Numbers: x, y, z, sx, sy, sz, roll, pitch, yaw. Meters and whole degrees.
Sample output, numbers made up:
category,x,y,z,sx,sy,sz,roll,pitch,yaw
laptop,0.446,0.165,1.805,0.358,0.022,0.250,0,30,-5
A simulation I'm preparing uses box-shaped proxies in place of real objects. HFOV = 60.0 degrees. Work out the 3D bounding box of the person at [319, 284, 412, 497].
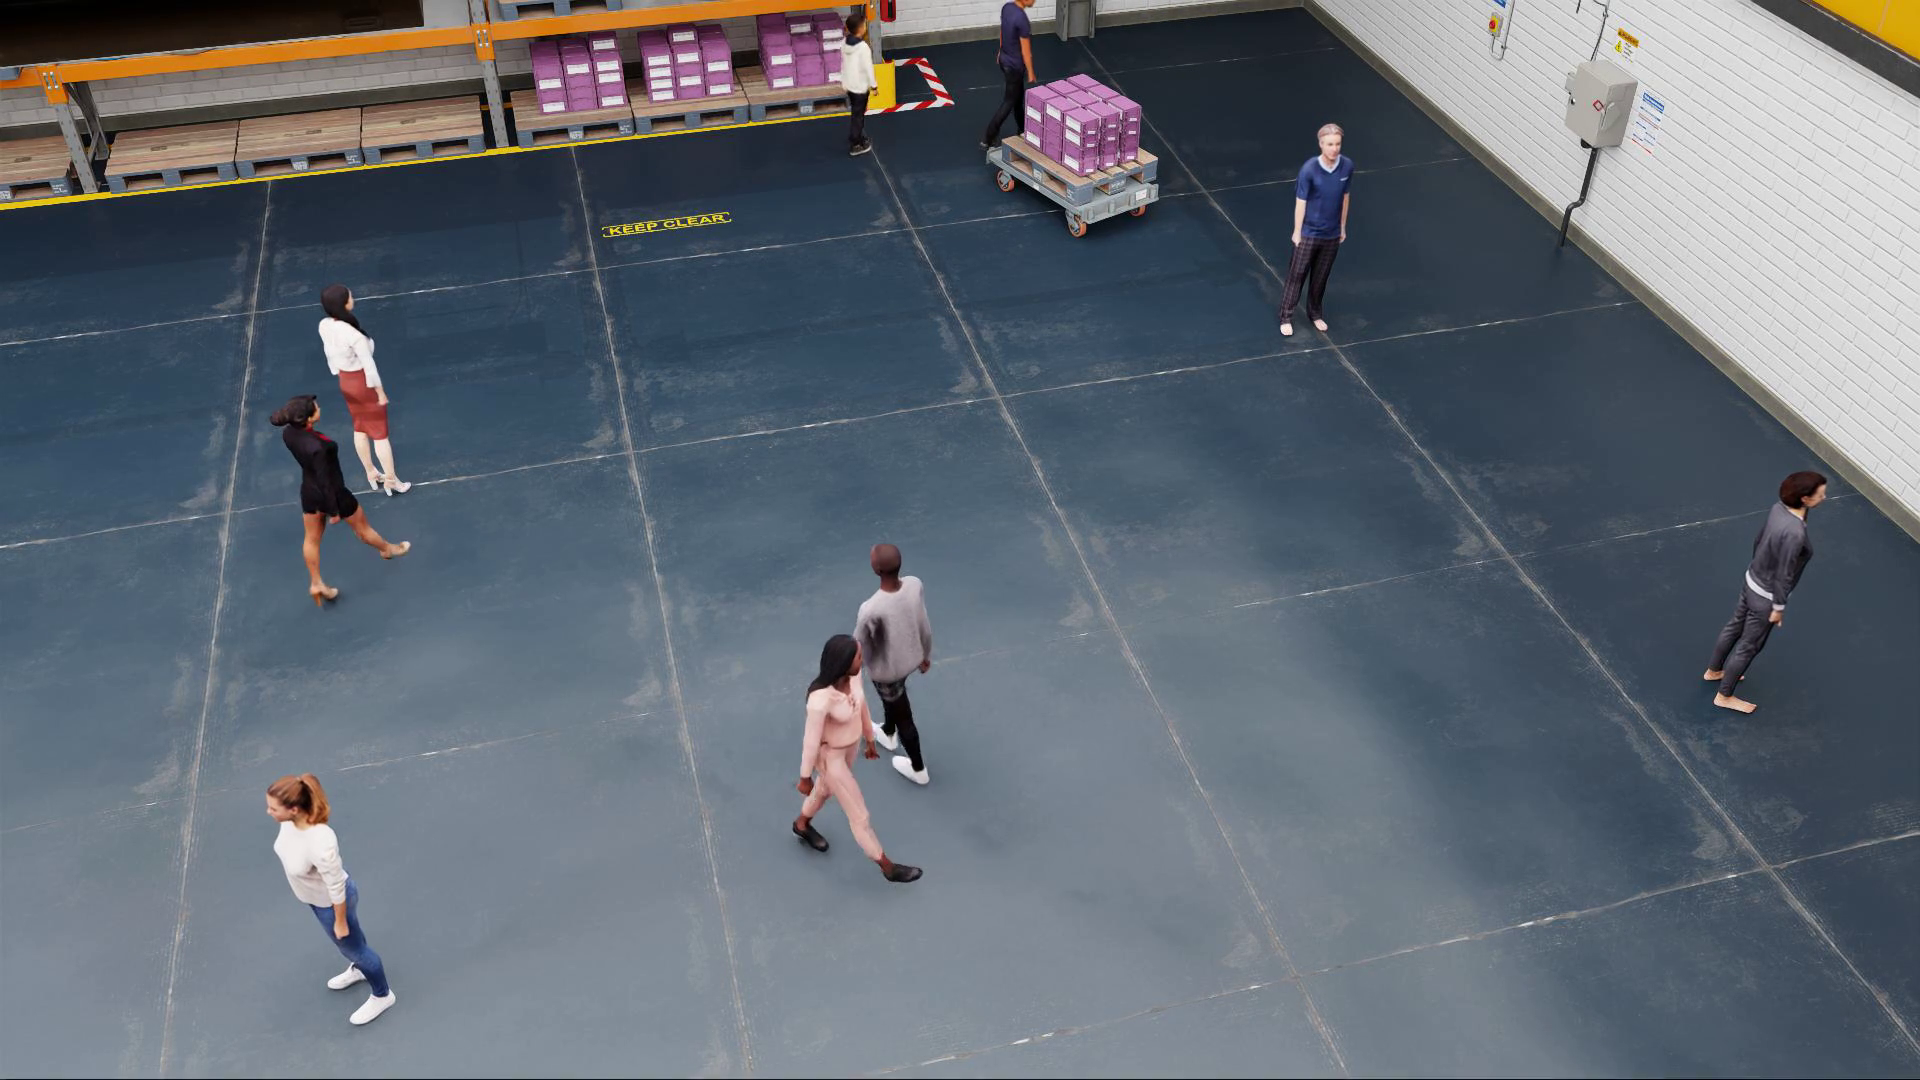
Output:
category,x,y,z,sx,sy,sz,roll,pitch,yaw
person,-4.371,-1.089,12.154,0.665,1.750,0.715,22,44,25

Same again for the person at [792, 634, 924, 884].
category,x,y,z,sx,sy,sz,roll,pitch,yaw
person,-0.768,1.194,9.362,1.214,1.667,1.135,20,43,23

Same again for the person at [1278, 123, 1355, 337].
category,x,y,z,sx,sy,sz,roll,pitch,yaw
person,2.997,-2.607,13.959,0.473,1.871,0.715,-8,39,-10

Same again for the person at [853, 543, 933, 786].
category,x,y,z,sx,sy,sz,roll,pitch,yaw
person,-0.314,0.789,9.801,0.919,1.753,0.906,29,47,31

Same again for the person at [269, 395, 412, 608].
category,x,y,z,sx,sy,sz,roll,pitch,yaw
person,-4.337,-0.227,11.192,0.971,1.604,1.077,23,44,26

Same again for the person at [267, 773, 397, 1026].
category,x,y,z,sx,sy,sz,roll,pitch,yaw
person,-3.231,1.822,8.534,0.644,1.719,0.675,-25,45,-28

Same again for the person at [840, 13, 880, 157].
category,x,y,z,sx,sy,sz,roll,pitch,yaw
person,-1.097,-4.571,16.762,0.699,1.442,0.688,-28,46,-30

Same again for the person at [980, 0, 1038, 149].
category,x,y,z,sx,sy,sz,roll,pitch,yaw
person,0.473,-4.761,16.761,1.033,1.740,0.793,-17,42,-20

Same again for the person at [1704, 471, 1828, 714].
category,x,y,z,sx,sy,sz,roll,pitch,yaw
person,5.041,0.296,10.406,0.639,1.768,0.680,4,39,5
